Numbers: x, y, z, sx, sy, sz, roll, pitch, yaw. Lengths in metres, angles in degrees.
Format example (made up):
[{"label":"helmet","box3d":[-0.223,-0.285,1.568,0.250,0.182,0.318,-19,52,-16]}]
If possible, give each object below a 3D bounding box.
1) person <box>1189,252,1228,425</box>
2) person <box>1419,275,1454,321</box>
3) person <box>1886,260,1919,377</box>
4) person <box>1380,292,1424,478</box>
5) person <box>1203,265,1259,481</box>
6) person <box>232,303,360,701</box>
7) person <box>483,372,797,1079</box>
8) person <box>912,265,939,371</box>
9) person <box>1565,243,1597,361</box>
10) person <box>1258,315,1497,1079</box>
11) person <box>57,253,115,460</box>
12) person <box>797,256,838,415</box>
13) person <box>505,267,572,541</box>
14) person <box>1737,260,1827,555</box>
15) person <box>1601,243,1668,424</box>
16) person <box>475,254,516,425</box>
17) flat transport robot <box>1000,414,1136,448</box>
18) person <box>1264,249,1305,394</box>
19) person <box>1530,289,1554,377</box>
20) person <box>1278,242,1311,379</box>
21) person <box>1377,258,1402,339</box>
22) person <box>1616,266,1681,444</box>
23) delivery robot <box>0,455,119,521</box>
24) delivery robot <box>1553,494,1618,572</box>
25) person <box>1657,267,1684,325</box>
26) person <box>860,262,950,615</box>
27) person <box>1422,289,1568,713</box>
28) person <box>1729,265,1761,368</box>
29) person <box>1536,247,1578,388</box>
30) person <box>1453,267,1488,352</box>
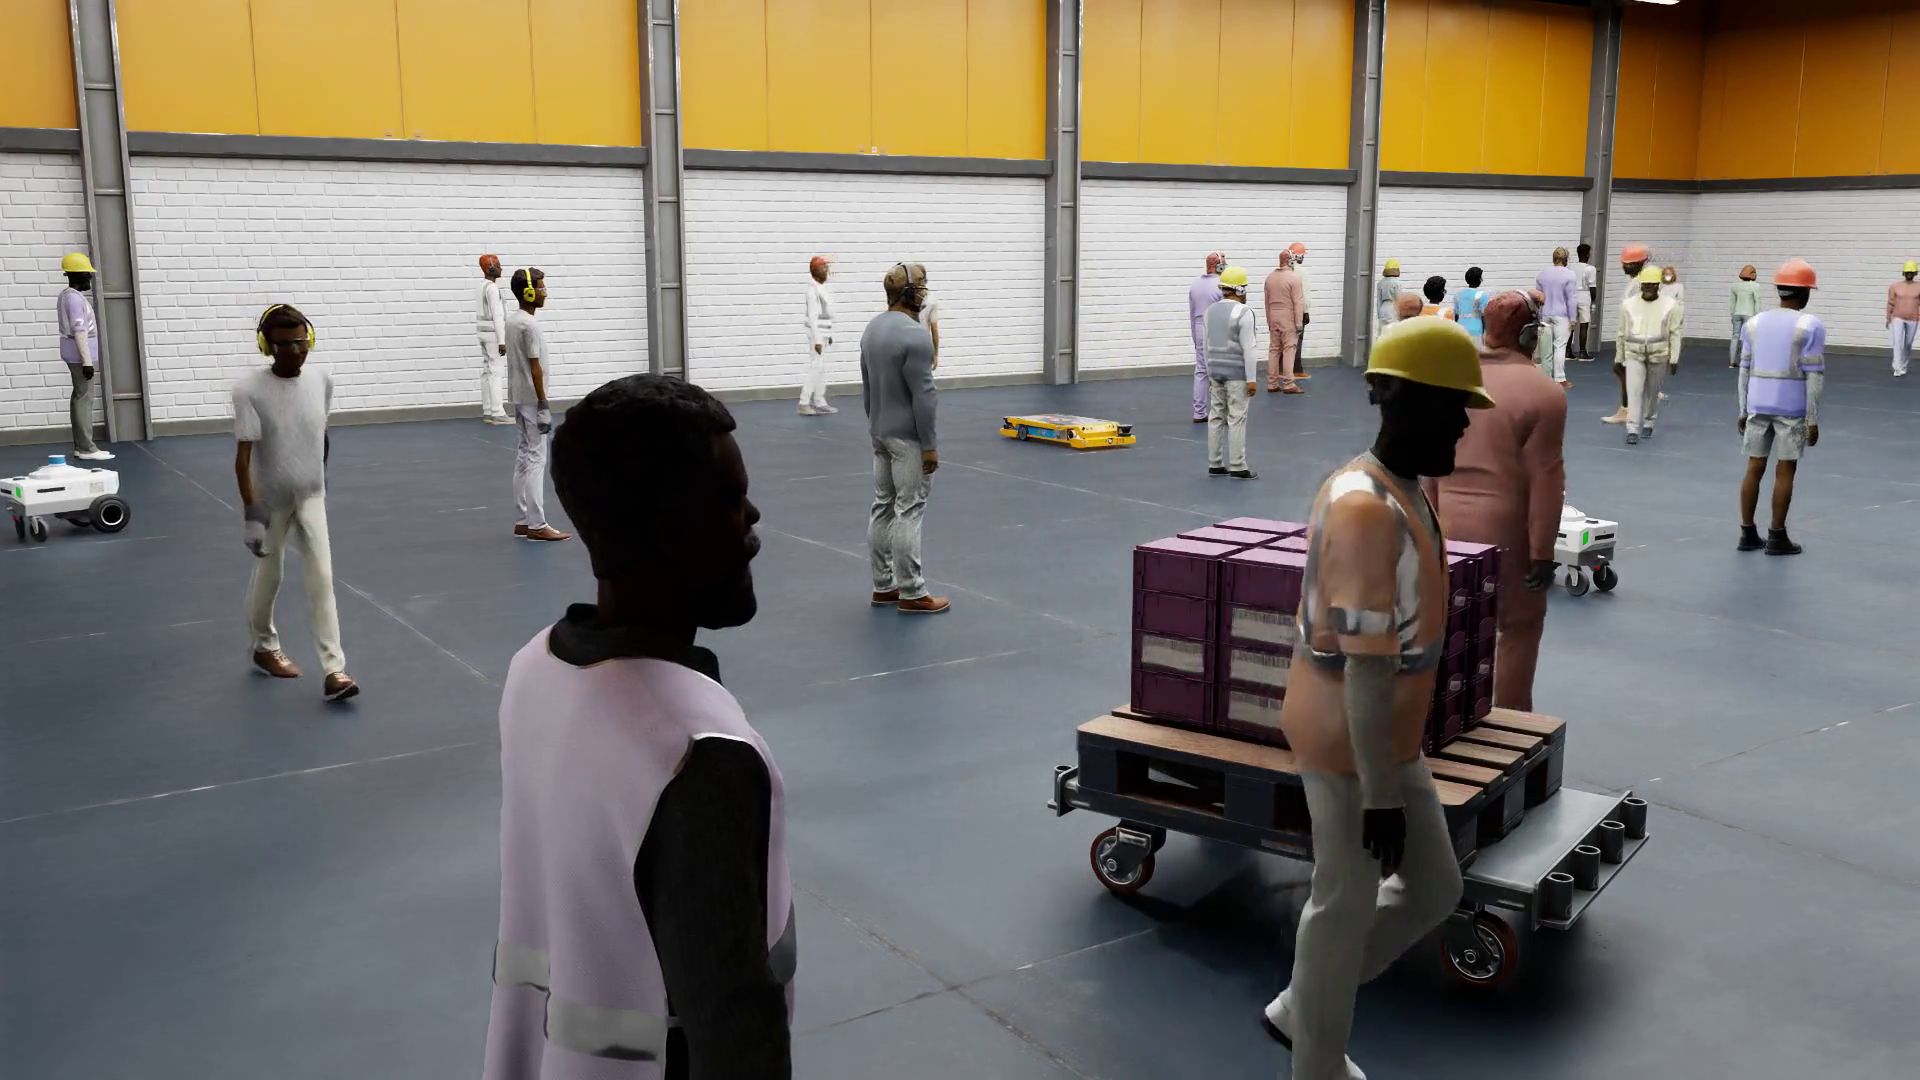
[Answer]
[{"label":"person","box3d":[2.828,-2.228,18.458,0.408,1.908,0.641,-7,12,-34]},{"label":"person","box3d":[4.654,-1.747,16.388,0.318,1.700,0.535,-7,12,-34]},{"label":"person","box3d":[14.211,-3.330,24.980,0.530,1.732,0.873,5,11,25]},{"label":"person","box3d":[3.835,-1.303,14.210,0.522,1.596,0.795,7,12,32]},{"label":"person","box3d":[2.336,-1.426,14.249,0.403,1.837,0.590,-7,12,-34]},{"label":"person","box3d":[-3.048,-0.170,7.527,1.059,1.783,0.515,10,14,44]},{"label":"person","box3d":[-0.375,0.755,2.060,0.392,1.922,0.591,-7,12,-34]},{"label":"person","box3d":[-0.474,-1.947,17.259,0.522,1.788,0.979,2,10,8]},{"label":"person","box3d":[10.431,-3.991,27.952,0.367,1.966,0.607,-7,12,-34]},{"label":"person","box3d":[0.935,0.454,3.751,0.410,1.904,0.642,6,12,28]},{"label":"person","box3d":[-8.190,-1.706,15.535,0.369,1.927,0.587,-7,12,-34]},{"label":"person","box3d":[-1.685,-2.384,19.470,0.406,1.860,0.659,2,10,10]},{"label":"person","box3d":[-2.925,-0.924,11.408,0.328,1.872,0.514,-7,12,-34]},{"label":"person","box3d":[5.404,-0.859,10.942,0.455,1.921,0.556,-7,13,-35]},{"label":"person","box3d":[7.461,-2.254,18.297,0.616,2.011,0.656,2,11,12]},{"label":"person","box3d":[-5.184,-2.226,18.504,0.356,1.885,0.574,-7,12,-34]},{"label":"flat transport robot","box3d":[1.077,-1.120,16.864,0.652,0.197,1.431,-7,12,-33]},{"label":"person","box3d":[4.343,-2.902,22.152,0.408,1.908,0.641,-7,12,-34]},{"label":"person","box3d":[4.766,-1.289,14.037,0.308,1.641,0.514,-7,12,-34]},{"label":"person","box3d":[4.911,-3.362,24.432,0.381,1.995,0.611,-7,12,-34]},{"label":"person","box3d":[6.654,-3.472,25.719,0.289,1.746,0.487,-7,12,-34]},{"label":"person","box3d":[6.996,-1.886,16.925,0.607,1.788,0.915,5,11,24]},{"label":"delivery robot","box3d":[-6.287,-0.350,11.612,0.477,0.478,0.707,9,13,39]},{"label":"delivery robot","box3d":[3.539,-0.041,9.914,0.477,0.478,0.707,-7,12,-33]},{"label":"person","box3d":[11.543,-3.660,27.176,0.512,1.589,0.841,3,11,18]},{"label":"person","box3d":[-0.315,-0.555,9.198,0.372,1.940,0.630,-7,12,-34]},{"label":"person","box3d":[2.011,-0.026,6.466,0.708,1.887,0.650,-7,12,-33]},{"label":"person","box3d":[12.446,-3.535,26.370,0.281,1.633,0.500,-7,12,-34]},{"label":"person","box3d":[8.228,-3.062,22.943,0.372,1.940,0.630,-7,12,-34]},{"label":"person","box3d":[6.563,-2.653,21.363,0.318,1.697,0.535,-7,12,-34]}]
